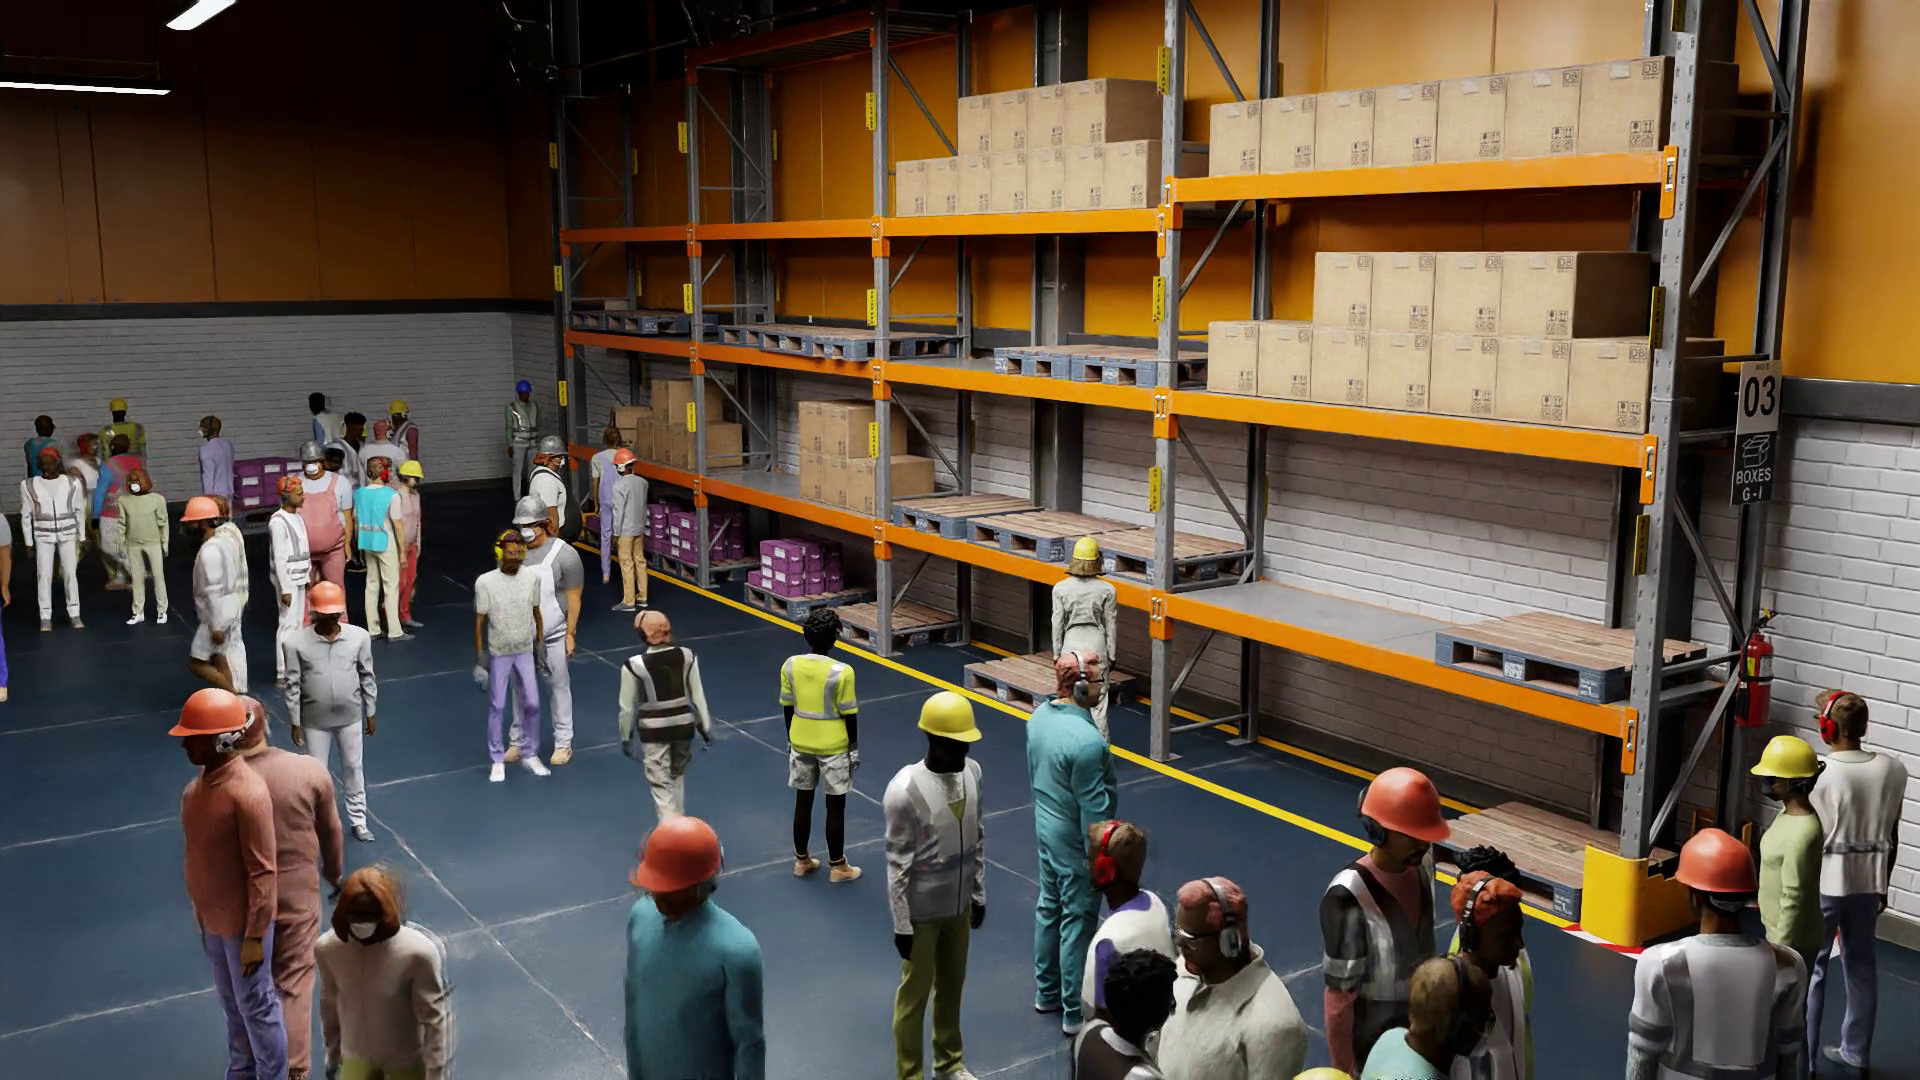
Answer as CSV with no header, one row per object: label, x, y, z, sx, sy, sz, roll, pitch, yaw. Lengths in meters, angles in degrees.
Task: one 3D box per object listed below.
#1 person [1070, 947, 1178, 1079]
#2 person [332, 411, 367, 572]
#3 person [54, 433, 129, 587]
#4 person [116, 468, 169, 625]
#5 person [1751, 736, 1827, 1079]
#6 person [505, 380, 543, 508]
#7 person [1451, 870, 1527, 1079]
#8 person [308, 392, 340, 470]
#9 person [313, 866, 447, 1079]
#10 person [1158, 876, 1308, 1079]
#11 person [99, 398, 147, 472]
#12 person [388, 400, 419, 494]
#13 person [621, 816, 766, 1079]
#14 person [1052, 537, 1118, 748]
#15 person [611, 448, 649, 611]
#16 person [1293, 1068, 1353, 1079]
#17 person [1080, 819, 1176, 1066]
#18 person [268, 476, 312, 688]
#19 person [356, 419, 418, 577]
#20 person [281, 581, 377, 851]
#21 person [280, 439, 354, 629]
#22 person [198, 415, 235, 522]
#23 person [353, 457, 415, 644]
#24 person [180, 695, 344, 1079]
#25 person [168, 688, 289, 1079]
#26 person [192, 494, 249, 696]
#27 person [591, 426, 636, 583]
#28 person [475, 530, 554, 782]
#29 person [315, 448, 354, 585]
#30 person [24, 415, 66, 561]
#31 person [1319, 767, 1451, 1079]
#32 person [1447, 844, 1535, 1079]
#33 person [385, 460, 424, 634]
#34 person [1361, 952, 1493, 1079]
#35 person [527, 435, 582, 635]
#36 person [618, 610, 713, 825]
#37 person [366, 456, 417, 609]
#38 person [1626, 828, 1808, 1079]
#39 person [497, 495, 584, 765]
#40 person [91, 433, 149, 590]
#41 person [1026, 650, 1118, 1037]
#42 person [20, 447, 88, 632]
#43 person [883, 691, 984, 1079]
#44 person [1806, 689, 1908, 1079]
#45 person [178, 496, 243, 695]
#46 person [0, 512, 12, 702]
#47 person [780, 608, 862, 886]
person,0.516,2.088,5.221,0.378,1.685,0.538,-4,10,-23
person,-7.327,-0.581,20.108,0.418,1.950,0.624,3,10,15
person,-9.991,-0.331,19.044,0.929,1.812,0.575,-1,10,-7
person,-8.456,0.064,17.233,0.507,1.632,0.274,-1,10,-6
person,3.565,1.708,7.221,0.341,1.760,0.525,4,11,23
person,-6.589,-1.455,25.230,0.618,1.946,0.394,-9,13,-43
person,1.629,1.967,5.331,0.340,1.882,0.586,8,13,41
person,-9.017,-1.159,23.640,0.582,1.891,0.671,2,10,12
person,-2.158,1.955,6.276,0.523,1.583,0.879,1,10,3
person,0.805,1.976,5.261,0.400,1.895,0.653,-4,10,-21
person,-11.165,-0.932,22.220,0.379,1.928,0.585,8,13,40
person,-7.778,-1.052,23.241,0.403,1.825,0.596,-9,14,-44
person,-0.915,1.874,5.633,0.649,1.979,0.417,8,12,38
person,0.928,0.840,12.358,0.492,1.744,0.295,1,10,7
person,-3.589,-0.116,17.943,0.337,1.747,0.576,4,11,24
person,0.913,2.205,4.371,0.321,1.737,0.484,2,10,13
person,0.671,1.899,5.976,0.911,1.802,0.571,2,10,13
person,-5.919,0.370,14.726,0.339,1.880,0.578,-1,10,-6
person,-6.729,-0.469,19.566,0.642,1.909,0.409,2,10,12
person,-4.039,1.119,10.710,0.564,1.745,0.349,-6,11,-31
person,-6.271,0.030,16.240,0.681,2.000,0.538,-3,10,-14
person,-8.813,-0.514,19.729,0.360,1.939,0.635,1,10,3
person,-5.702,0.107,16.362,0.571,1.843,0.373,4,10,22
person,-3.144,1.607,7.566,0.644,1.843,1.048,-3,10,-18
person,-3.127,1.604,7.136,0.379,1.996,0.611,-9,13,-43
person,-6.170,0.527,13.915,0.429,1.840,0.634,-4,11,-23
person,-4.023,-0.411,19.405,0.514,1.845,0.339,0,10,-1
person,-3.245,0.840,12.089,0.574,1.849,0.407,-6,12,-33
person,-7.135,-0.222,18.776,0.583,1.669,0.526,-8,13,-40
person,-11.412,-0.643,20.812,0.502,1.837,0.345,1,10,6
person,1.538,1.786,5.976,0.613,2.029,0.409,-9,14,-44
person,1.922,1.934,6.098,0.319,1.694,0.532,0,10,1
person,-5.622,0.064,16.898,0.388,1.749,0.538,2,10,11
person,1.161,2.070,4.683,0.695,1.909,0.674,1,10,4
person,-4.073,-0.056,16.749,0.535,2.000,0.682,-4,10,-20
person,-1.859,1.235,10.450,0.563,1.601,0.677,-7,12,-35
person,-6.155,-0.070,17.880,0.366,1.674,0.585,-6,11,-30
person,2.485,1.908,5.548,0.544,1.930,0.388,1,10,5
person,-3.184,0.675,12.456,0.683,2.000,0.538,2,10,11
person,-9.527,-0.298,18.874,0.547,1.810,0.677,2,10,11
person,0.575,1.473,8.168,0.409,1.907,0.649,-4,10,-22
person,-9.218,-0.012,16.949,0.578,1.881,0.346,-6,11,-32
person,-0.080,1.601,7.386,0.395,1.919,0.589,9,13,41
person,4.029,1.601,7.626,0.565,1.836,0.384,-1,10,-6
person,-5.944,0.603,13.222,0.414,1.921,0.551,-2,10,-14
person,-8.427,0.395,14.102,0.684,2.000,0.535,-3,10,-15
person,-0.836,1.249,10.097,0.542,1.695,0.316,5,11,29
